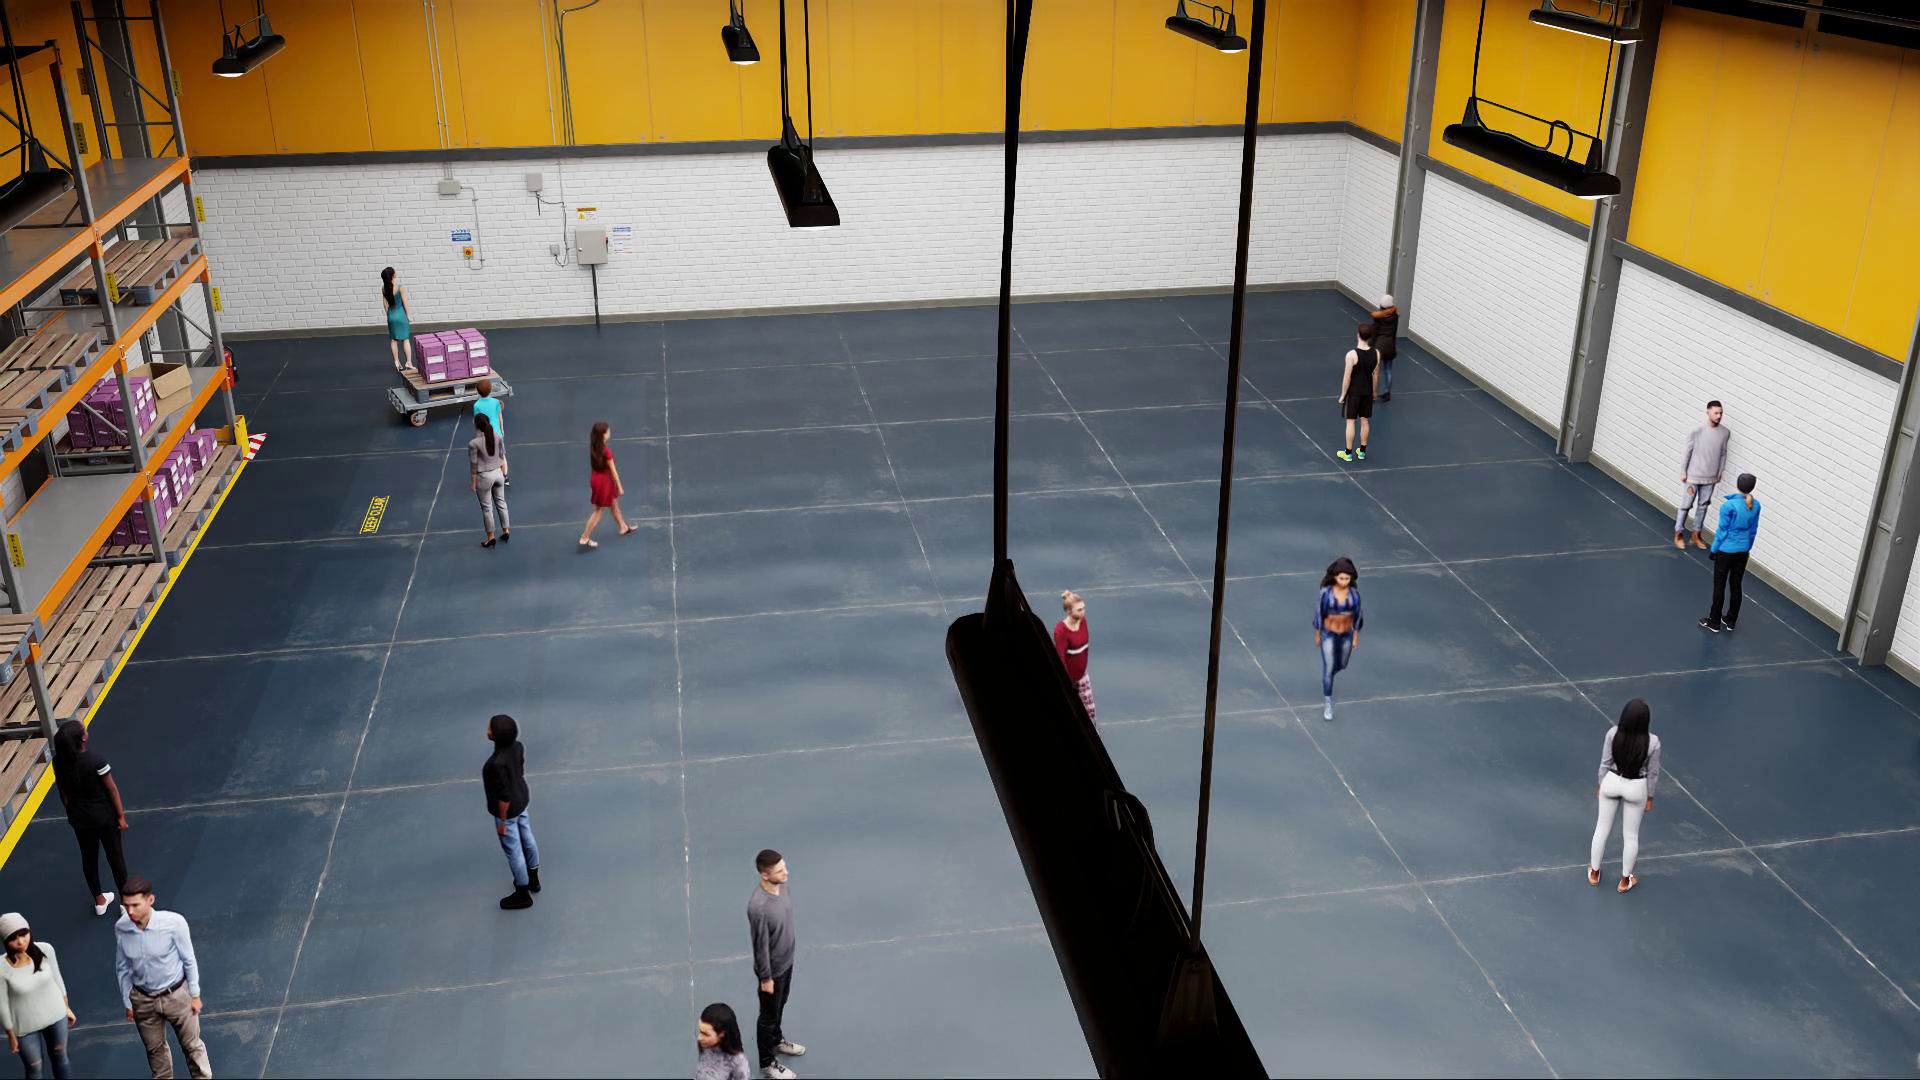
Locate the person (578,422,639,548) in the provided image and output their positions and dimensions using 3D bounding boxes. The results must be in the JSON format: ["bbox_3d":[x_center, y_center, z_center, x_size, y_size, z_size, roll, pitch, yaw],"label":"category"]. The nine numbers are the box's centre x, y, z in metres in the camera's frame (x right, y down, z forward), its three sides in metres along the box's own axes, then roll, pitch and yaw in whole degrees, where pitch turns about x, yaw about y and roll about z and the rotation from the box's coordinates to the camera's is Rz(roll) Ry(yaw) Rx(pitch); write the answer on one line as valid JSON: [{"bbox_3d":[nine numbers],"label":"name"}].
[{"bbox_3d":[-4.315,-0.630,19.824,0.999,1.512,1.075,-20,31,-38],"label":"person"}]

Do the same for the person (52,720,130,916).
[{"bbox_3d":[-6.830,2.182,13.121,0.656,1.729,0.639,1,24,2],"label":"person"}]

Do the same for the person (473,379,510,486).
[{"bbox_3d":[-6.122,-1.397,21.660,0.583,1.449,0.584,-15,28,-31],"label":"person"}]

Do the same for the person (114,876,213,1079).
[{"bbox_3d":[-5.297,3.024,11.051,0.654,1.845,0.586,-3,24,-6],"label":"person"}]

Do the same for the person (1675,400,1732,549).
[{"bbox_3d":[8.832,-0.804,19.816,0.716,1.839,0.639,0,24,0],"label":"person"}]

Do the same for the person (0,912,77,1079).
[{"bbox_3d":[-6.093,3.165,10.979,0.689,1.643,0.640,18,29,35],"label":"person"}]

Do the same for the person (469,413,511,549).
[{"bbox_3d":[-5.609,-0.717,19.816,0.777,1.679,0.730,19,30,37],"label":"person"}]

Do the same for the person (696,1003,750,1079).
[{"bbox_3d":[-1.339,3.505,10.136,1.072,1.696,1.104,17,29,34],"label":"person"}]

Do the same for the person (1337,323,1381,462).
[{"bbox_3d":[5.391,-1.995,22.477,0.700,1.890,0.572,-6,24,-13],"label":"person"}]

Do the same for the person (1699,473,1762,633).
[{"bbox_3d":[8.239,0.125,17.741,0.620,1.797,0.511,-3,24,-7],"label":"person"}]

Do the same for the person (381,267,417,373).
[{"bbox_3d":[-8.829,-3.469,26.102,0.600,1.687,0.582,3,24,7],"label":"person"}]

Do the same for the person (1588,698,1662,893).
[{"bbox_3d":[5.370,2.042,13.448,0.673,1.724,0.715,13,27,27],"label":"person"}]

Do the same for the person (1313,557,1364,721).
[{"bbox_3d":[3.663,0.914,16.181,0.781,1.601,1.044,2,24,4],"label":"person"}]

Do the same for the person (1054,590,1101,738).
[{"bbox_3d":[0.964,1.239,15.347,1.065,1.674,0.952,21,31,40],"label":"person"}]

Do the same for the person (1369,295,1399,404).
[{"bbox_3d":[6.301,-2.857,24.771,0.663,1.631,0.654,-9,25,-19],"label":"person"}]

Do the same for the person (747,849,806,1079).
[{"bbox_3d":[-1.284,2.892,11.458,0.749,1.760,0.607,5,24,11],"label":"person"}]

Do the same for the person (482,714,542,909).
[{"bbox_3d":[-3.570,2.143,13.245,0.698,1.701,0.575,4,24,8],"label":"person"}]
